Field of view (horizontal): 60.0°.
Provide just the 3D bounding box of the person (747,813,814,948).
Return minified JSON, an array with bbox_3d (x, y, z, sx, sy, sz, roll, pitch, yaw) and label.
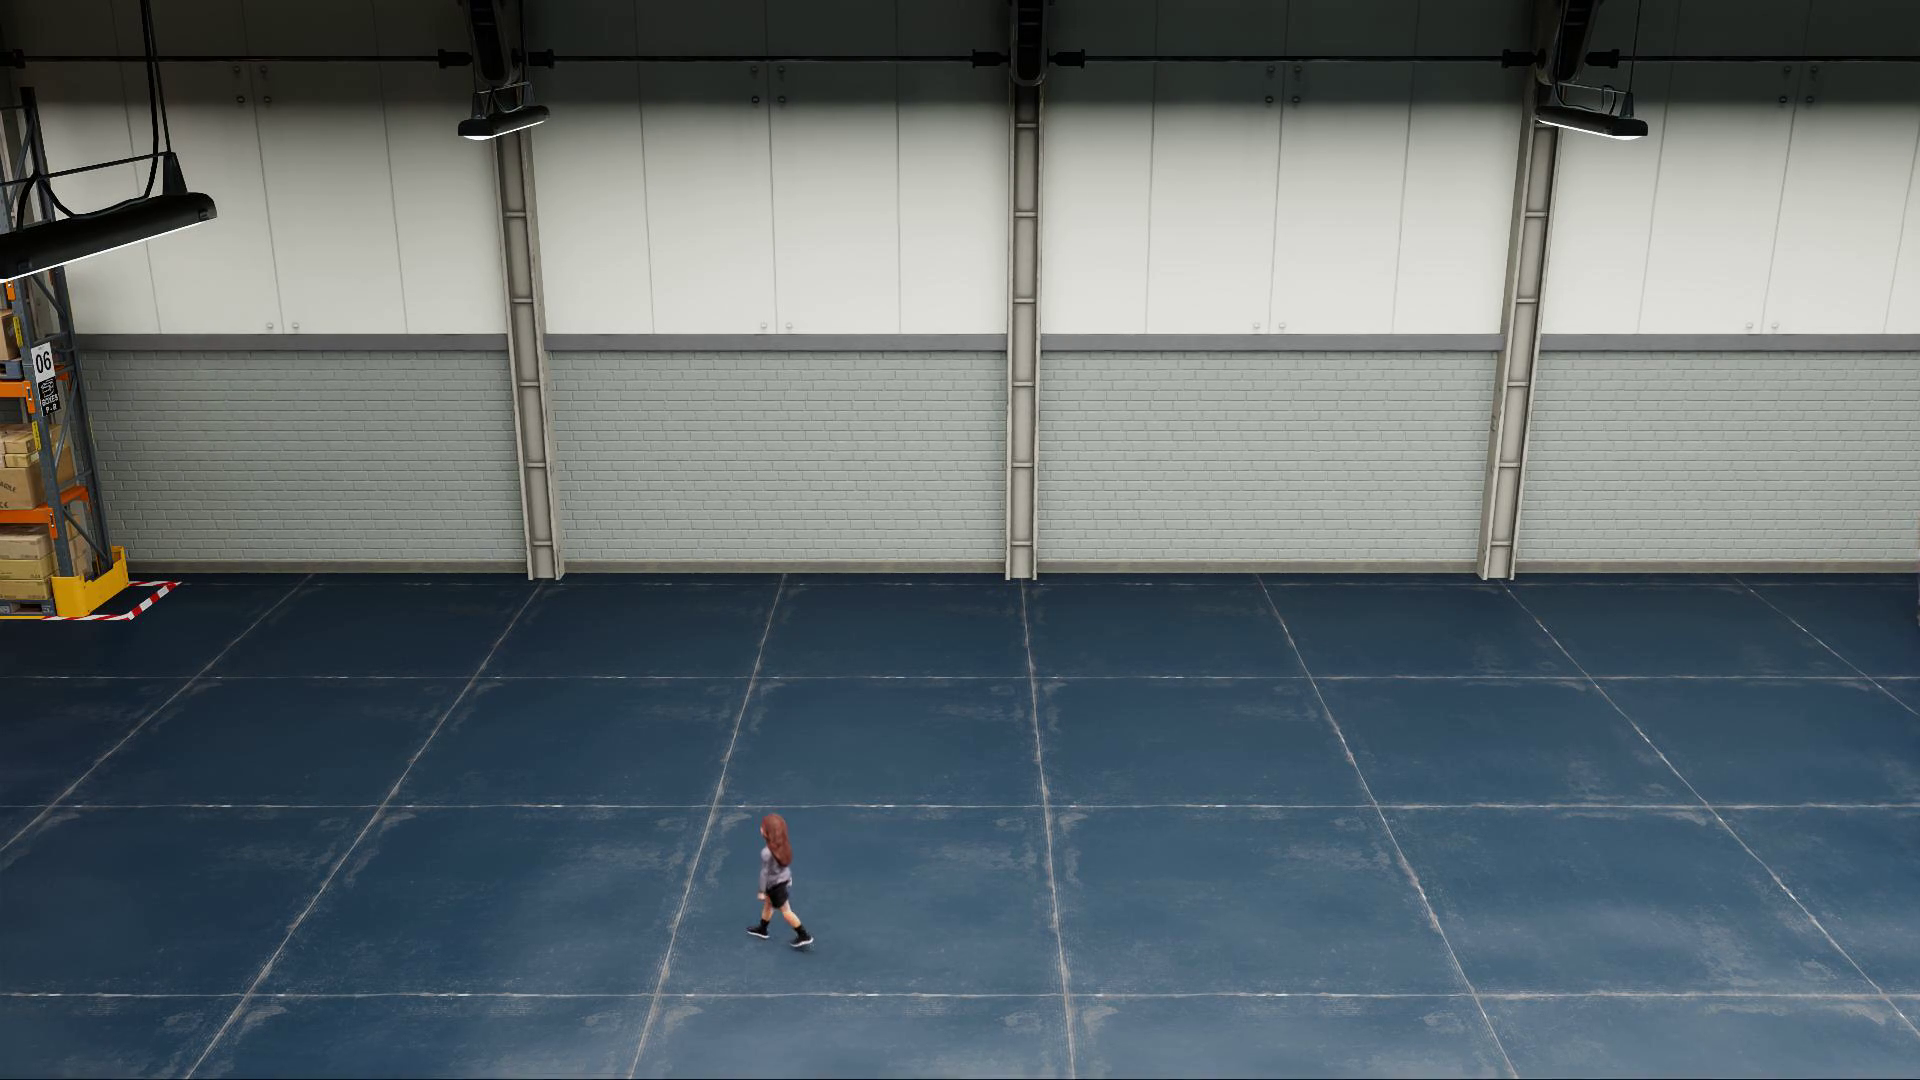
[{"bbox_3d":[-1.349,2.607,12.665,0.854,1.083,0.642,6,19,17],"label":"person"}]
